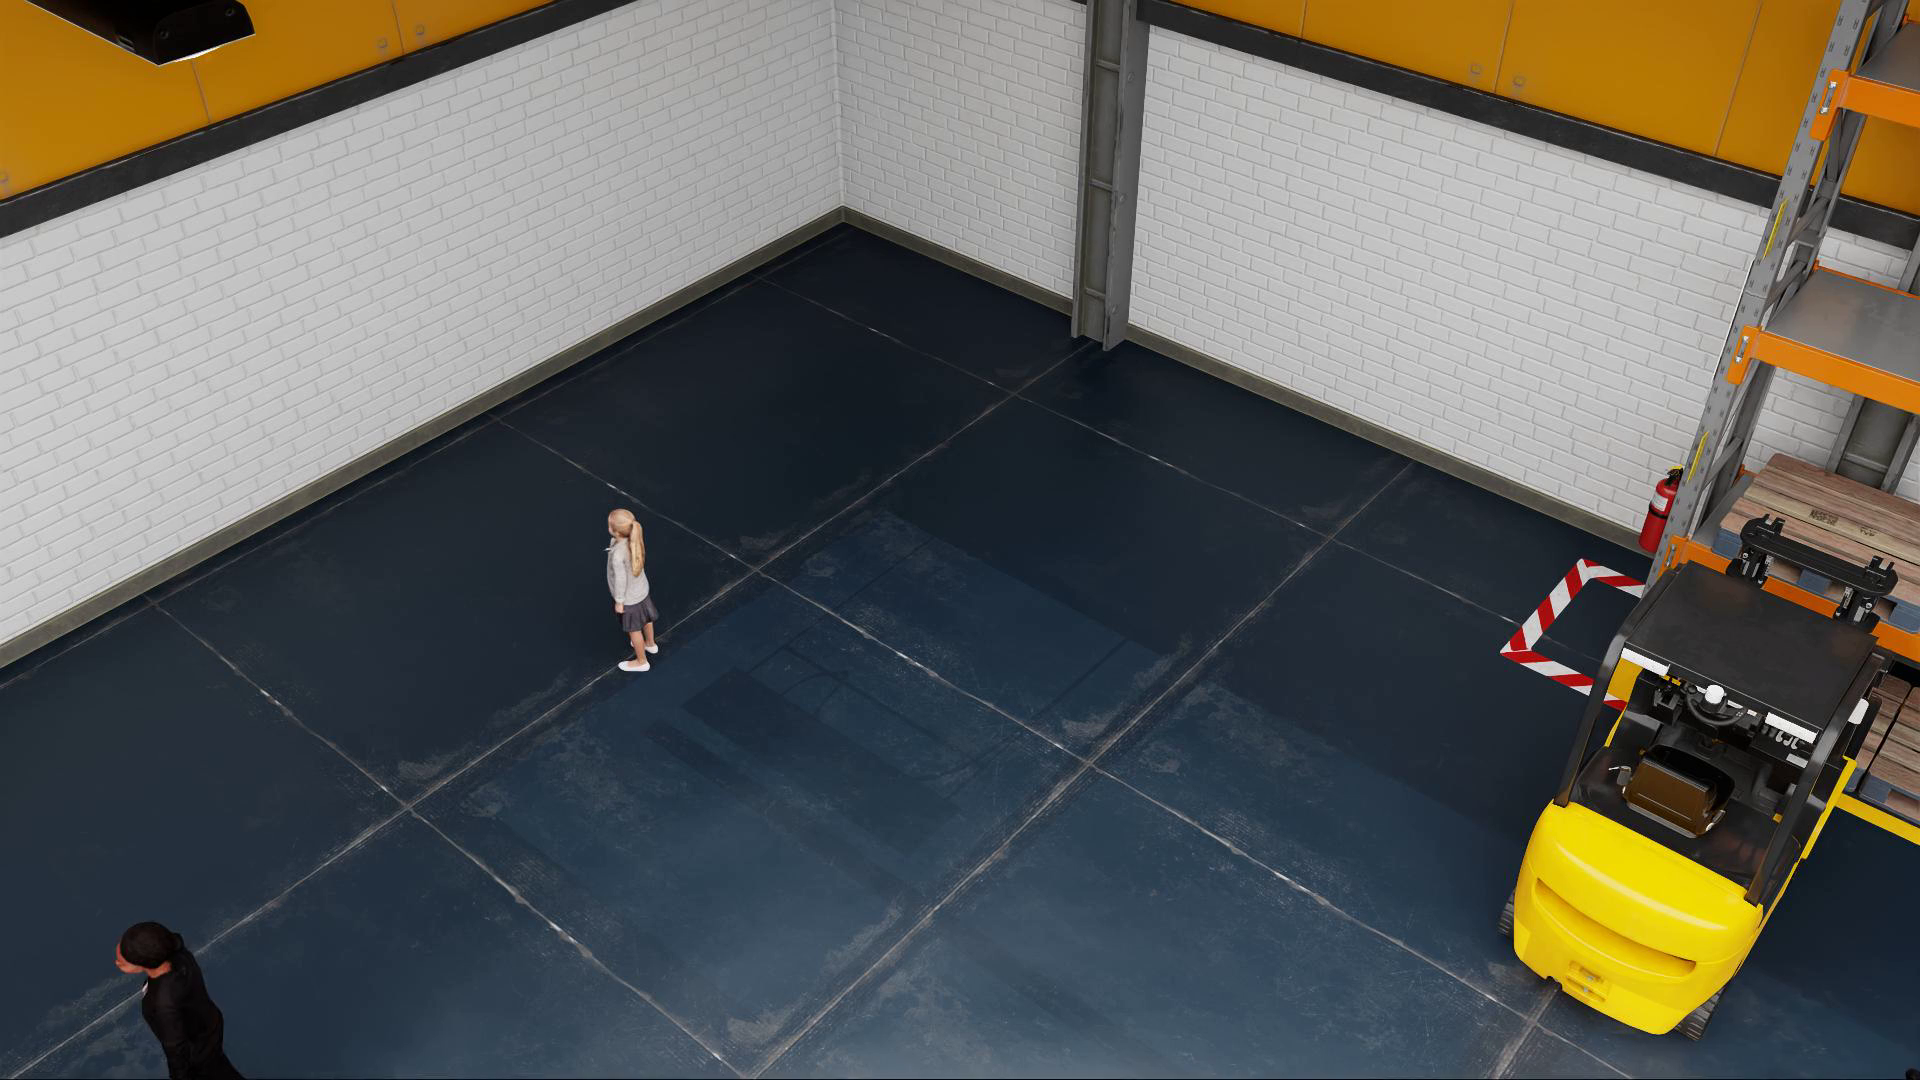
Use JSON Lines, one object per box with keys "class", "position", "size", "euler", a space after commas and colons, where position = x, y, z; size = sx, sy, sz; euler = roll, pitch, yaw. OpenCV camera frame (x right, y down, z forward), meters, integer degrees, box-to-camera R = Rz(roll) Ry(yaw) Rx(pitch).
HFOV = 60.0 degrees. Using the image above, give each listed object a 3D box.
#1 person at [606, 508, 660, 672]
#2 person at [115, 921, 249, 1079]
{"class": "person", "position": [-2.162, 0.313, 10.908], "size": [0.631, 1.276, 0.594], "euler": [8, 39, 10]}
{"class": "person", "position": [-3.604, 2.368, 8.027], "size": [0.813, 1.659, 0.743], "euler": [-13, 40, -16]}
